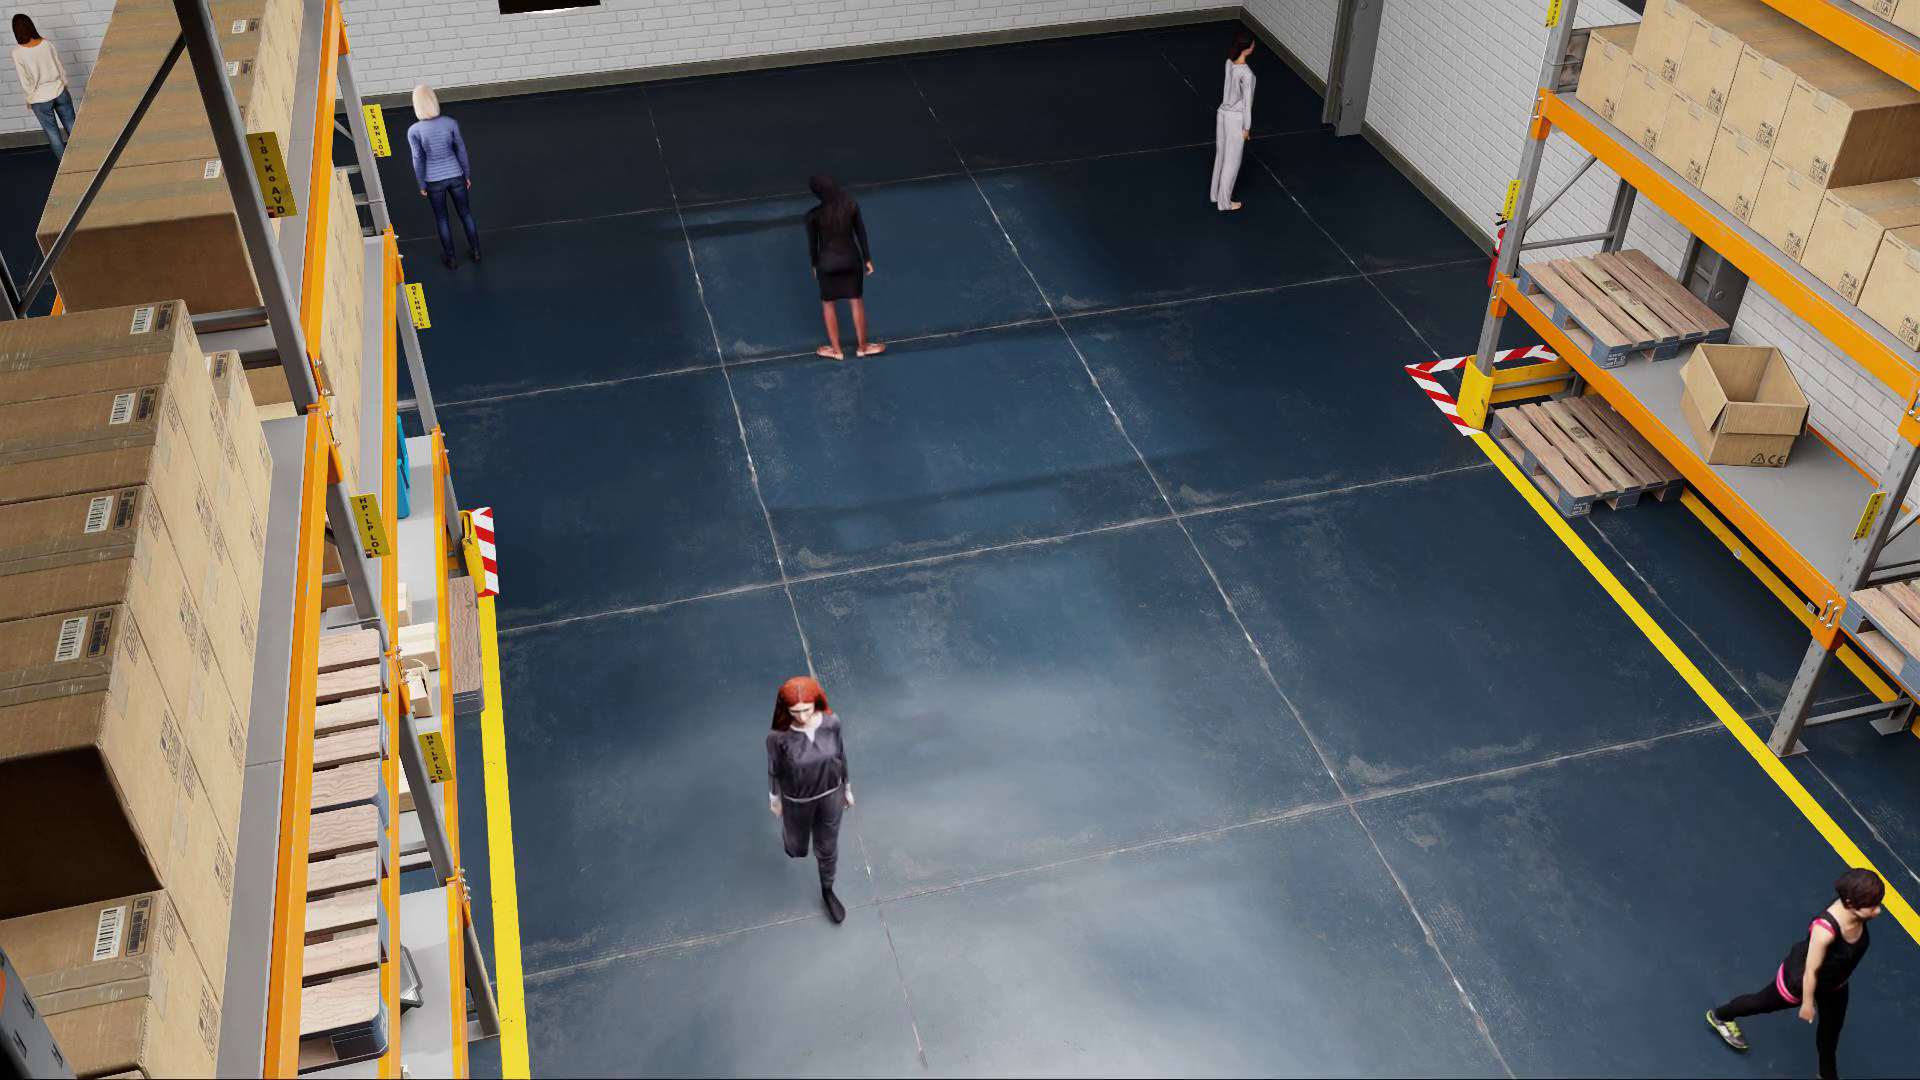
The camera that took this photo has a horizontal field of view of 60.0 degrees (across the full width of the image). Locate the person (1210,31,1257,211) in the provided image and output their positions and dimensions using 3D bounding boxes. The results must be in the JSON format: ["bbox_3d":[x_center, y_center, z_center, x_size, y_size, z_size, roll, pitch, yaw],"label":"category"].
[{"bbox_3d":[2.624,-4.041,16.024,0.667,1.770,0.499,-15,41,-17],"label":"person"}]

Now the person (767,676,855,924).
[{"bbox_3d":[-0.861,1.365,9.260,0.679,1.764,0.898,-16,41,-19],"label":"person"}]

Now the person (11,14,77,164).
[{"bbox_3d":[-9.082,-4.424,16.574,0.721,1.682,0.702,28,46,31],"label":"person"}]

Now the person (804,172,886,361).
[{"bbox_3d":[-0.944,-2.279,13.870,0.768,1.704,0.489,-1,39,-1],"label":"person"}]

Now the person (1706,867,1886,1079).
[{"bbox_3d":[4.262,2.168,8.458,0.796,1.510,1.105,-23,44,-26],"label":"person"}]

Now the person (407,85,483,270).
[{"bbox_3d":[-4.687,-3.295,15.113,0.684,1.741,0.614,-17,42,-21],"label":"person"}]
